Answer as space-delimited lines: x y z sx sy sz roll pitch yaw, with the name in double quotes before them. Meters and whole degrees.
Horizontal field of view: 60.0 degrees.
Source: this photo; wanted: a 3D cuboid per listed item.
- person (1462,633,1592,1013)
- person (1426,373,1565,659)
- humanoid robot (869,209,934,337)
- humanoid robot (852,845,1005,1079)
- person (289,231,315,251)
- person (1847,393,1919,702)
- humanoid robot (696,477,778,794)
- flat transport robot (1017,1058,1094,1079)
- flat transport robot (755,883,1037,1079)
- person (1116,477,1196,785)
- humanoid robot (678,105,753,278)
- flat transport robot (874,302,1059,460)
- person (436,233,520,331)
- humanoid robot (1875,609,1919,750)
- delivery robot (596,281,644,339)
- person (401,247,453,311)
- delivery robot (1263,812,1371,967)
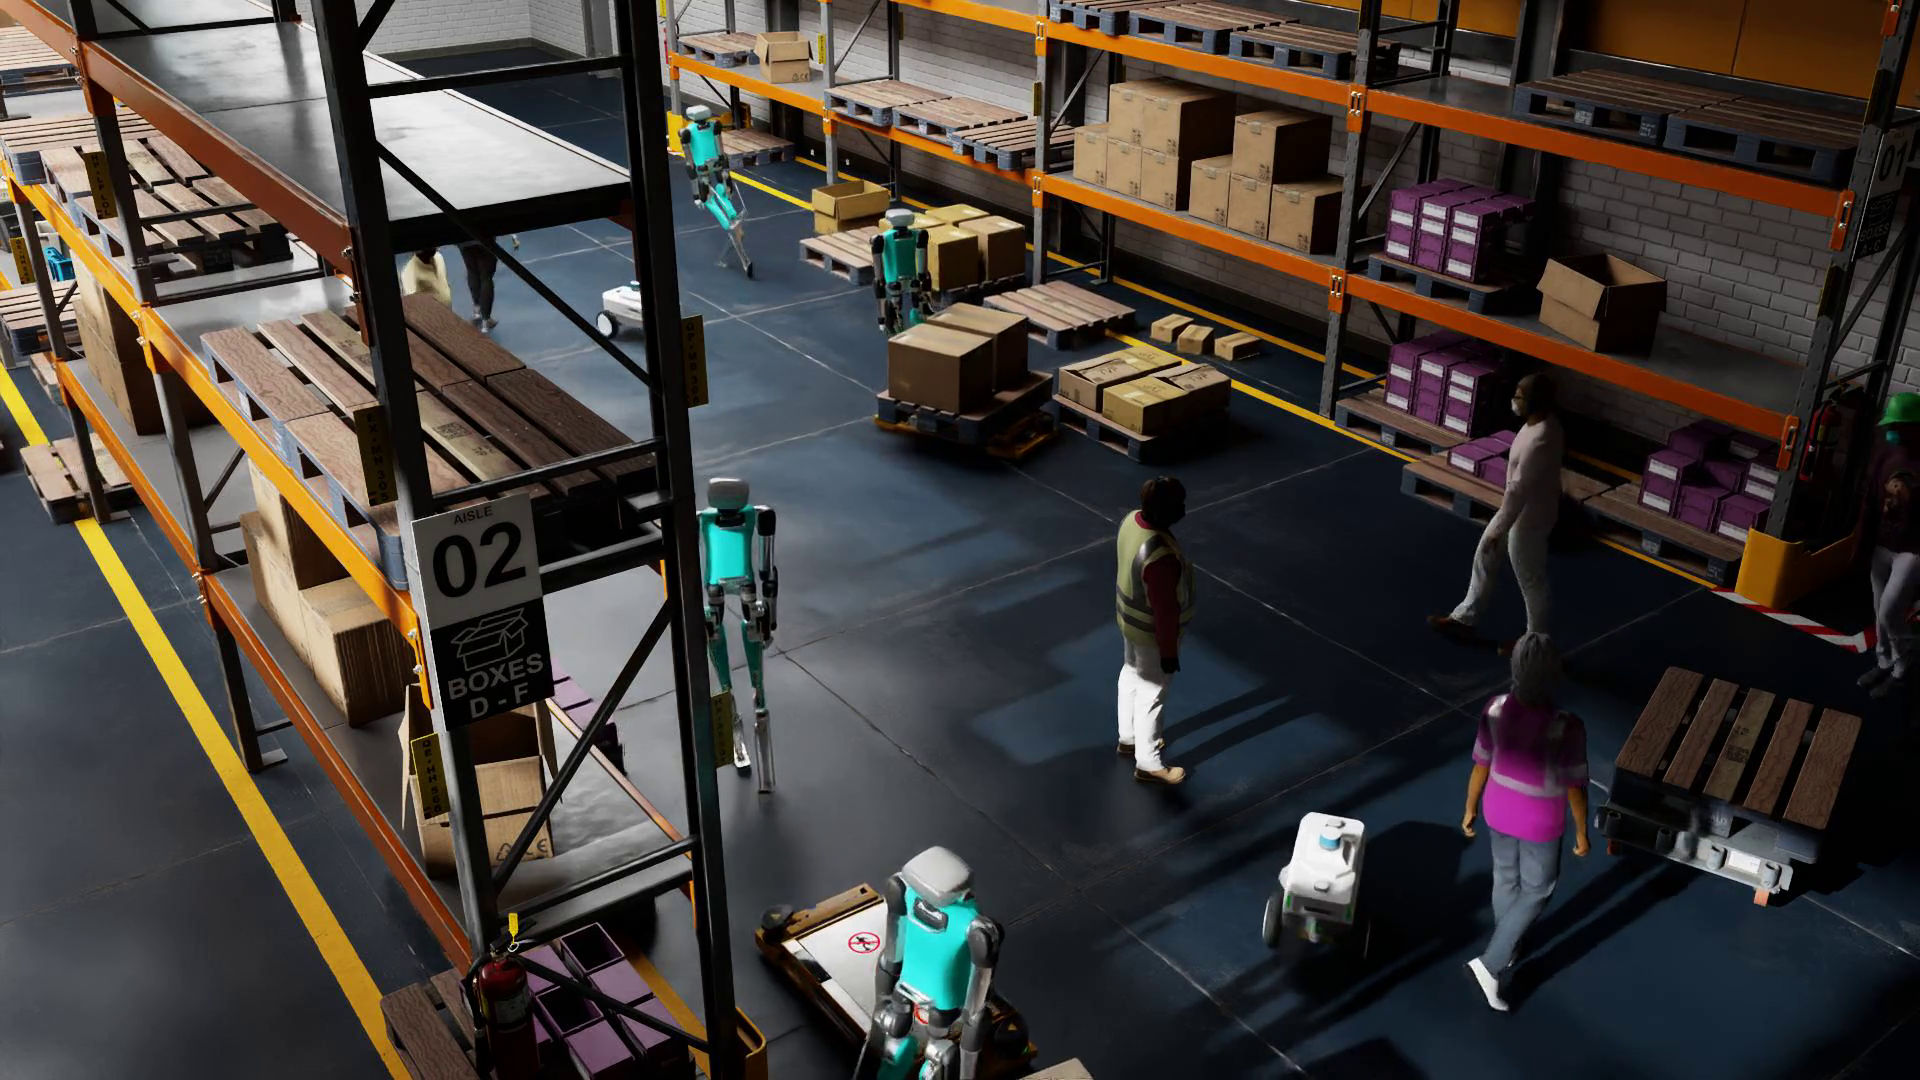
"person" 2.578 1.309 7.655 0.572 1.822 0.706 21 33 35
"person" 3.407 -0.136 10.429 0.887 1.901 0.649 8 28 15
"humanoid robot" -0.371 -1.848 14.034 0.540 1.760 0.857 -14 30 -26
"humanoid robot" -0.236 2.056 6.311 0.555 1.819 0.744 21 33 35
"person" -6.152 -2.443 15.335 0.517 1.626 0.342 -15 31 -28
"person" 5.702 0.056 10.066 0.475 1.900 0.592 -11 29 -21
"humanoid robot" -1.211 0.630 9.213 0.550 1.899 0.764 -8 28 -15
"flat transport robot" 0.243 3.029 5.963 1.431 0.231 0.659 -13 29 -24
"flat transport robot" -0.330 2.096 7.818 0.659 0.231 1.431 -18 32 -31
"person" 1.085 0.493 9.257 0.429 1.842 0.632 -6 27 -12
"humanoid robot" -2.478 -3.670 17.681 0.974 1.773 0.569 24 35 39
"flat transport robot" 0.050 -1.001 13.979 1.431 0.231 0.659 16 31 29
"person" -4.688 -2.928 16.169 0.784 1.737 0.579 1 27 2
"humanoid robot" 5.600 0.455 9.526 0.362 1.654 0.591 16 31 28
"delivery robot" -3.118 -2.201 16.059 0.801 0.606 0.499 19 33 33
"person" -4.444 -1.845 14.021 0.432 1.734 0.577 6 27 11
"delivery robot" 1.796 1.719 8.265 0.523 0.609 0.780 8 28 16
